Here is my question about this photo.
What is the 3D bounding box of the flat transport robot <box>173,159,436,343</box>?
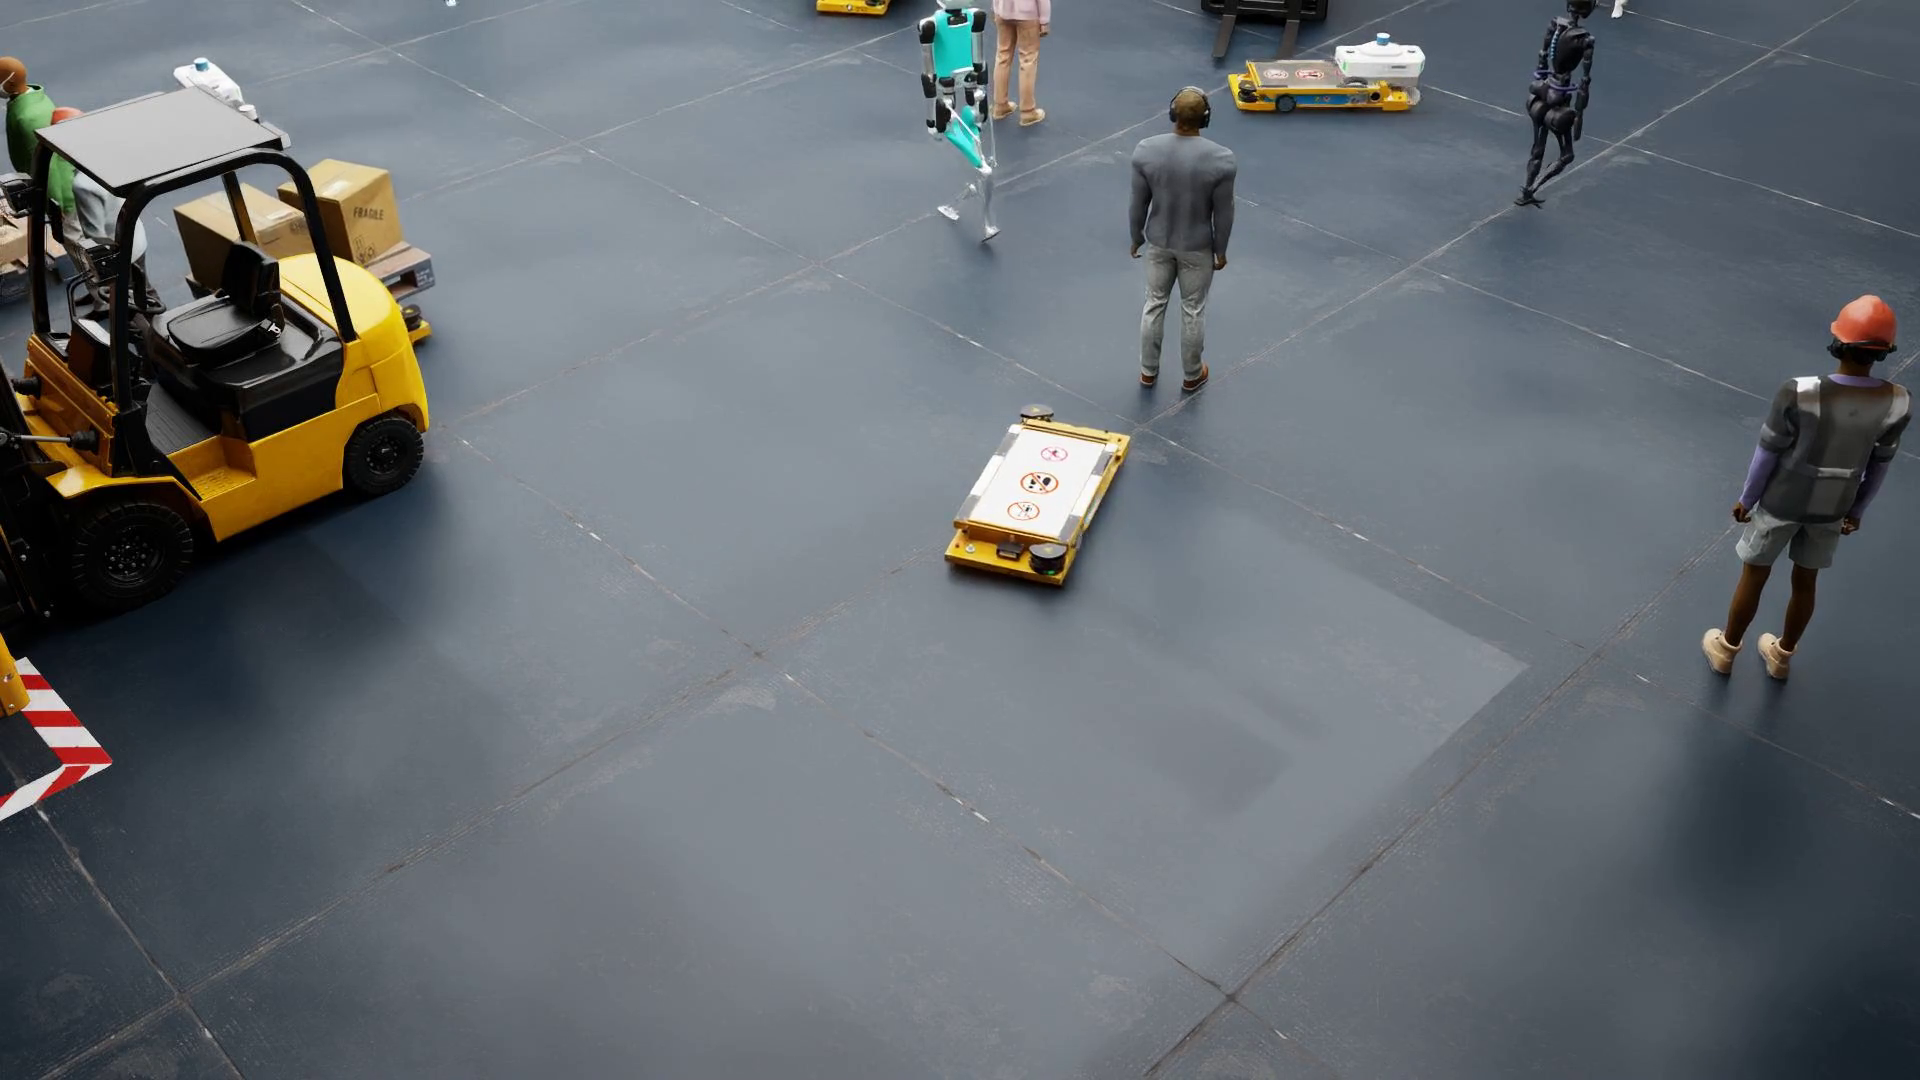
[{"bbox_3d":[-4.238,-1.539,11.057,1.431,0.231,0.659,27,44,31],"label":"flat transport robot"}]

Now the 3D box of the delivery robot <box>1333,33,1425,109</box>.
[{"bbox_3d":[3.542,-3.996,14.083,0.739,0.566,0.499,0,37,0],"label":"delivery robot"}]

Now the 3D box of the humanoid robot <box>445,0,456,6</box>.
[{"bbox_3d":[-5.091,-6.125,16.002,0.531,1.774,0.996,-12,38,-16],"label":"humanoid robot"}]

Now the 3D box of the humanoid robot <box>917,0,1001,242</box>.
[{"bbox_3d":[0.128,-2.914,11.719,0.531,1.775,1.018,-22,42,-26],"label":"humanoid robot"}]

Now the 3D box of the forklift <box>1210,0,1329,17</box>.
[{"bbox_3d":[3.106,-6.400,15.960,1.214,2.155,2.313,8,37,10],"label":"forklift"}]

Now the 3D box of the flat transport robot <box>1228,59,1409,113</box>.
[{"bbox_3d":[3.048,-3.868,14.175,1.431,0.231,0.659,0,37,0],"label":"flat transport robot"}]

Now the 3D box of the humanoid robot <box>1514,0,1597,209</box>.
[{"bbox_3d":[4.307,-3.203,12.109,0.403,1.650,0.589,-13,39,-17],"label":"humanoid robot"}]

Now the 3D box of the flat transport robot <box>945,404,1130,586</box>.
[{"bbox_3d":[0.462,-0.278,9.369,0.659,0.231,1.431,12,38,16],"label":"flat transport robot"}]

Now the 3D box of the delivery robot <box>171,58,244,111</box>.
[{"bbox_3d":[-6.166,-3.650,13.659,0.499,0.614,0.797,-25,43,-29],"label":"delivery robot"}]

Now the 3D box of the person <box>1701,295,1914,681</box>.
[{"bbox_3d":[3.965,-0.209,7.811,0.598,2.036,0.407,2,37,3],"label":"person"}]

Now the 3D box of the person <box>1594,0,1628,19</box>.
[{"bbox_3d":[6.184,-5.726,15.524,0.517,1.632,0.315,25,44,30],"label":"person"}]

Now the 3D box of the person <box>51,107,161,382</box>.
[{"bbox_3d":[-5.184,-1.808,10.189,0.351,1.737,0.571,-2,37,-3],"label":"person"}]

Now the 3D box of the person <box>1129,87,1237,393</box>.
[{"bbox_3d":[1.314,-1.780,9.986,0.627,1.940,0.378,12,38,16],"label":"person"}]

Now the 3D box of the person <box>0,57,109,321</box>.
[{"bbox_3d":[-5.857,-2.264,10.775,0.388,1.778,0.534,-14,39,-18],"label":"person"}]

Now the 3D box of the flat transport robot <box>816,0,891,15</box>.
[{"bbox_3d":[-0.922,-5.508,16.370,0.659,0.231,1.431,7,37,9],"label":"flat transport robot"}]

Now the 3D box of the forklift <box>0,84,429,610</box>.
[{"bbox_3d":[-4.145,-1.093,8.856,2.313,2.155,1.214,-31,47,-34],"label":"forklift"}]

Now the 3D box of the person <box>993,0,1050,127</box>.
[{"bbox_3d":[0.475,-4.208,13.377,0.524,1.778,0.408,22,42,26],"label":"person"}]
